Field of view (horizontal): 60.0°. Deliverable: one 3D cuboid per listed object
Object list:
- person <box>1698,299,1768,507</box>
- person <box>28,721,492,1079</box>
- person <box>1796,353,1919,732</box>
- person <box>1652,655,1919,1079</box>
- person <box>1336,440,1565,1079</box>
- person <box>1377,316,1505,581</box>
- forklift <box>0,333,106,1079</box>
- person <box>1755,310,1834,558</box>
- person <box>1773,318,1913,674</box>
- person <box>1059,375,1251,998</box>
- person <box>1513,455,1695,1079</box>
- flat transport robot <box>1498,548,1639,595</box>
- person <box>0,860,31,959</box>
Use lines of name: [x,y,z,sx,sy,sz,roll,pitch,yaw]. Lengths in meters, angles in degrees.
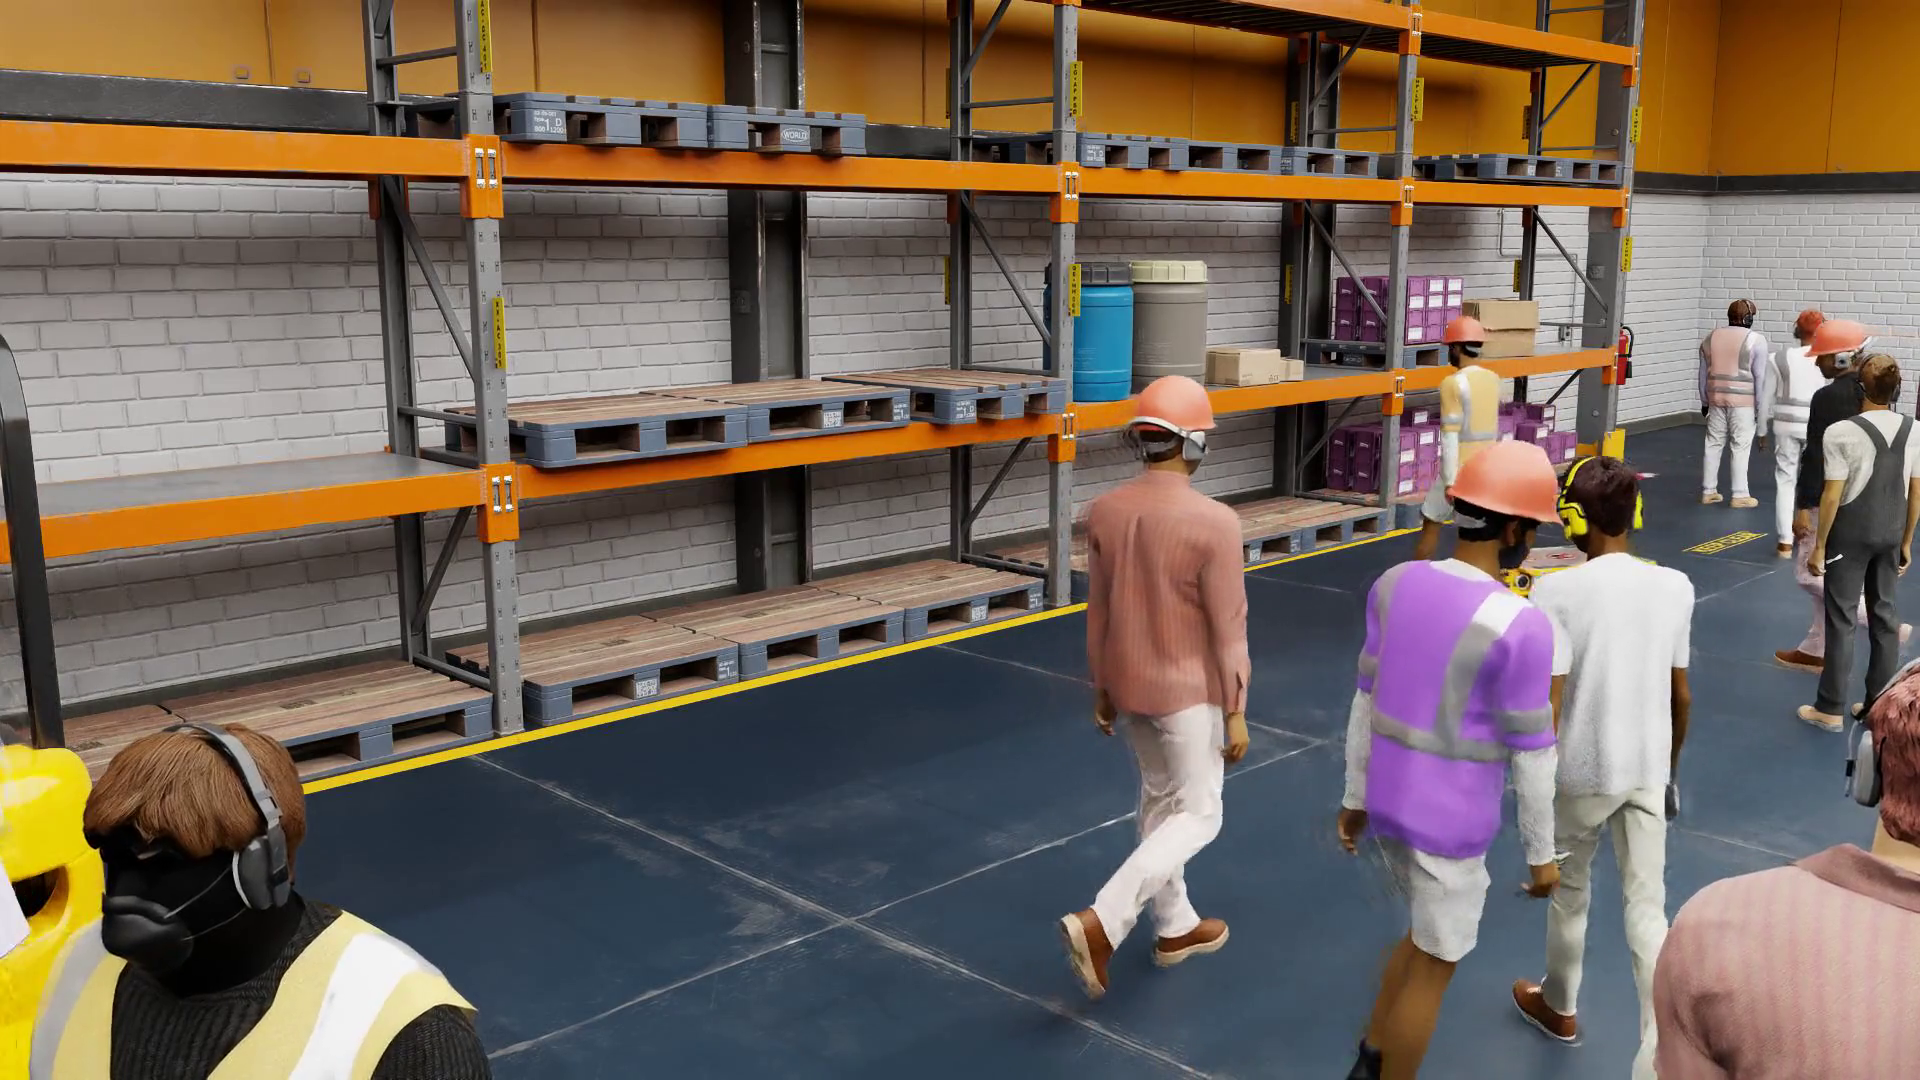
person: [6.894,-1.214,14.808,0.429,1.842,0.634,-7,13,-34]
person: [-0.892,1.119,2.083,0.619,1.845,0.430,3,11,17]
person: [4.375,0.020,8.068,0.508,1.846,0.345,-1,10,-4]
person: [1.225,1.071,2.169,0.636,1.911,0.404,7,12,33]
person: [1.238,0.693,4.223,0.486,1.908,0.576,-4,11,-23]
person: [3.112,-0.458,10.524,0.557,1.893,0.940,-6,12,-30]
forklift: [-3.289,0.485,4.582,1.214,2.155,2.313,-10,14,-44]
person: [6.406,-0.823,12.673,0.628,1.834,0.956,4,11,23]
person: [4.780,-0.191,8.892,0.638,1.966,0.731,-7,12,-33]
person: [0.612,0.469,5.255,0.795,1.973,0.628,-8,13,-38]
person: [1.793,0.679,4.600,0.561,1.817,0.985,-1,10,-3]
flat transport robot: [4.035,0.211,11.324,1.431,0.197,0.652,-3,11,-17]
person: [-2.178,0.883,3.298,0.623,1.876,0.668,9,14,42]
